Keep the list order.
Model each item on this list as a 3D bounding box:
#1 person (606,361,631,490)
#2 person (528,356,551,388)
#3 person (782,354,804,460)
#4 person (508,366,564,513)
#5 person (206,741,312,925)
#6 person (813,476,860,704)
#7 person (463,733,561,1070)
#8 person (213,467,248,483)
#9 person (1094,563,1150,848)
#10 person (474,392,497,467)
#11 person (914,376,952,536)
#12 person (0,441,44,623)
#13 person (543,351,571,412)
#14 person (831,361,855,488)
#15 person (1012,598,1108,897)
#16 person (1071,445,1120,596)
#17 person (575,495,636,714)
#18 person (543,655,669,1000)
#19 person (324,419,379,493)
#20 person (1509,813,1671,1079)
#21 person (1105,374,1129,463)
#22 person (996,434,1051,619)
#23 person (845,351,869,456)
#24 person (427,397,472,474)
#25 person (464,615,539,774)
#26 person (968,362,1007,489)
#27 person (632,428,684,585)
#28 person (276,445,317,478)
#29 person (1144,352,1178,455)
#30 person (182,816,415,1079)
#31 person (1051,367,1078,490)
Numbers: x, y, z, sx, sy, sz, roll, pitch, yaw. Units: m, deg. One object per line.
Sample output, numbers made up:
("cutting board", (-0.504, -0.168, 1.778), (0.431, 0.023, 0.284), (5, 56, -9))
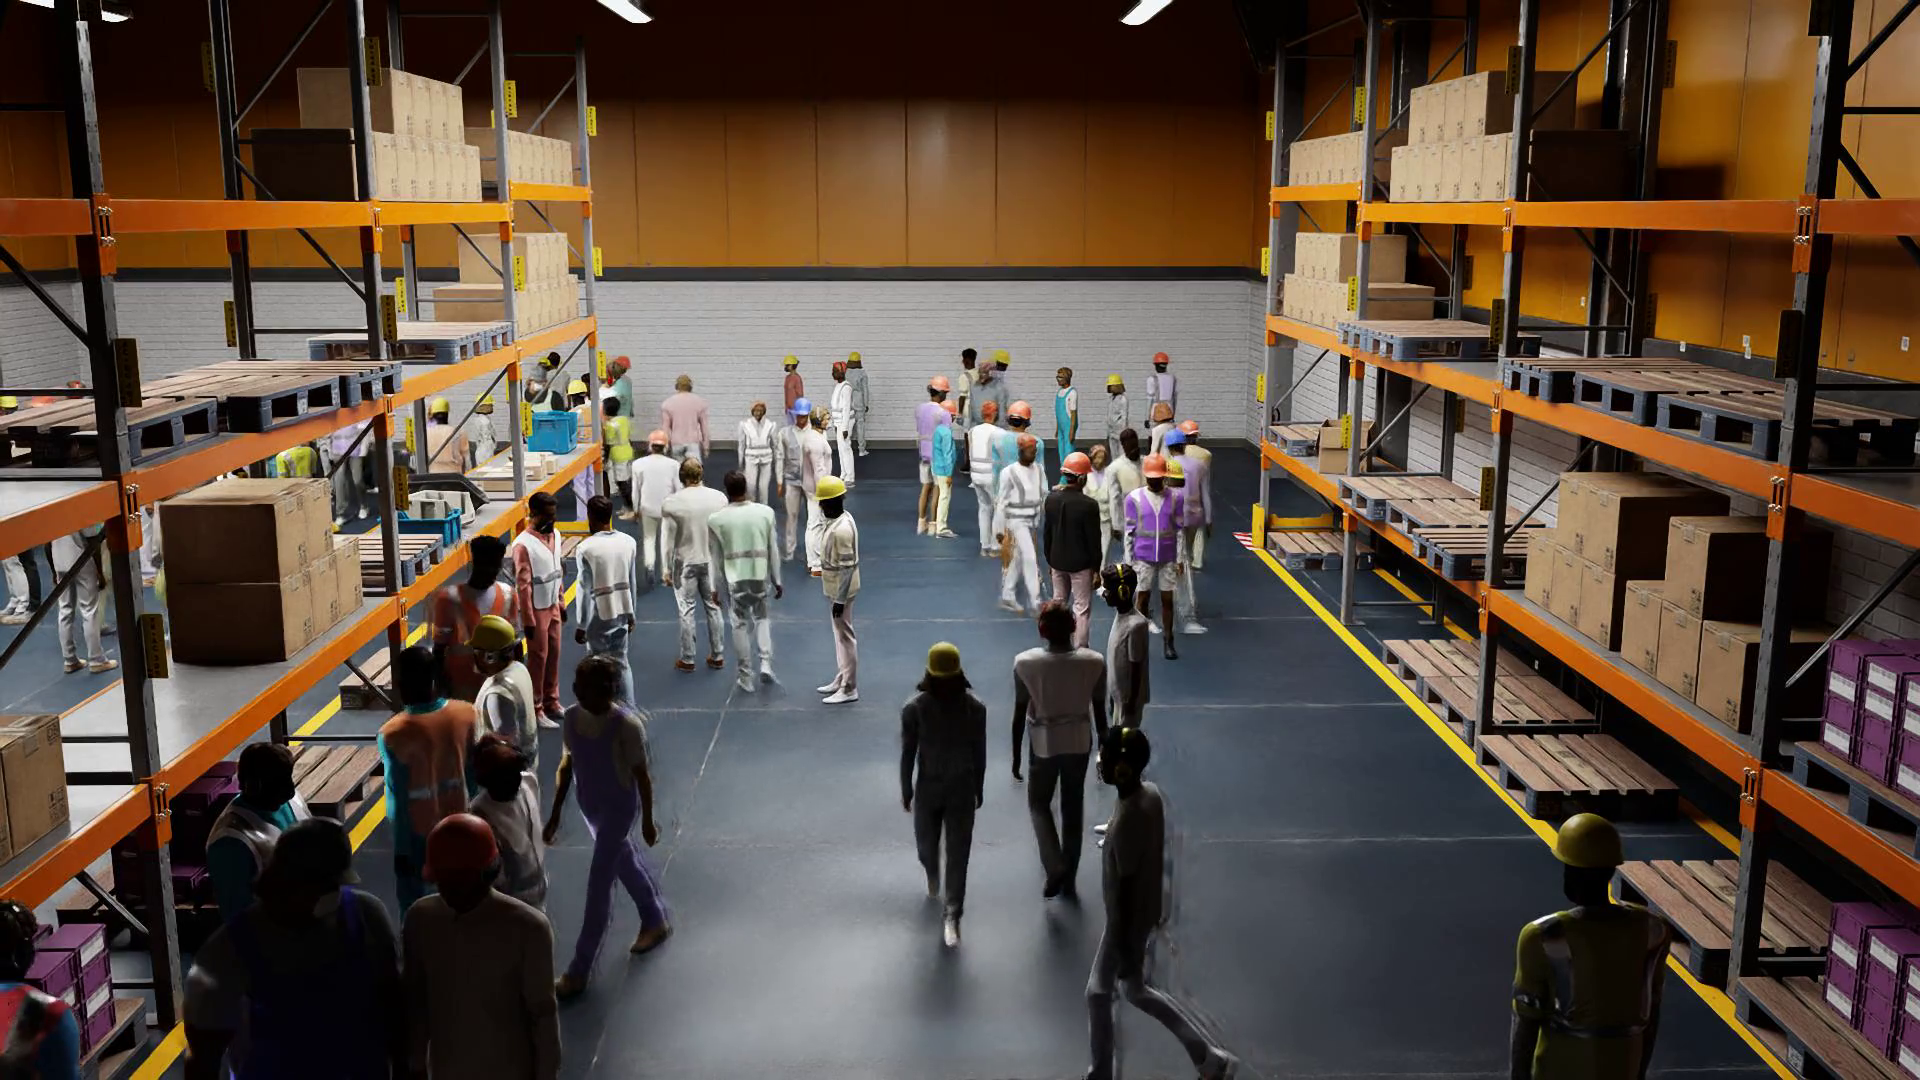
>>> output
("person", (-4.937, -1.613, 23.978), (0.372, 1.940, 0.630), (-1, 11, -6))
("person", (-6.669, -2.077, 26.779), (0.535, 1.753, 0.341), (-1, 11, -5))
("person", (-2.712, -2.125, 26.979), (0.331, 1.768, 0.526), (-6, 13, -29))
("person", (-5.710, -1.347, 22.386), (0.756, 2.000, 0.717), (-1, 11, -4))
("person", (-3.009, 1.763, 7.332), (0.429, 1.832, 0.634), (1, 11, 5))
("person", (-1.027, 0.411, 13.883), (0.382, 1.917, 0.585), (-2, 11, -9))
("person", (-2.029, 1.710, 7.548), (0.347, 1.859, 0.709), (2, 12, 11))
("person", (-7.455, -0.153, 17.268), (0.540, 1.696, 0.316), (-3, 12, -15))
("person", (1.048, 1.066, 10.770), (0.350, 1.856, 0.520), (-1, 11, -7))
("person", (-6.163, -1.060, 21.695), (0.296, 1.745, 0.484), (-7, 13, -30))
("person", (-0.299, -1.058, 20.984), (0.632, 2.025, 0.436), (10, 15, 40))
("person", (-9.463, -0.163, 16.591), (0.611, 1.985, 0.393), (10, 15, 40))
("person", (-6.421, -2.062, 26.442), (0.500, 1.861, 0.327), (-7, 13, -32))
("person", (-1.733, -1.708, 24.625), (0.351, 1.878, 0.568), (-3, 12, -14))
("person", (0.601, 1.258, 9.864), (0.586, 1.821, 0.503), (-2, 11, -8))
("person", (1.453, -0.202, 17.732), (0.547, 1.612, 0.432), (-3, 12, -17))
("person", (-2.750, 0.597, 12.987), (0.402, 1.907, 0.598), (7, 13, 31))
("person", (-1.893, 1.473, 8.907), (0.496, 1.794, 1.006), (8, 14, 34))
("person", (-8.736, -1.570, 23.894), (0.772, 1.897, 0.598), (-4, 12, -18))
("person", (2.308, 1.948, 6.194), (0.583, 1.918, 0.404), (-1, 11, -6))
("person", (2.284, -1.552, 24.212), (0.384, 1.730, 0.495), (-6, 13, -28))
("person", (0.741, -0.135, 16.793), (0.930, 1.840, 0.571), (9, 15, 39))
("person", (-1.761, -2.279, 27.809), (0.492, 1.742, 0.315), (2, 11, 11))
("person", (-6.081, -0.735, 19.654), (0.605, 1.908, 0.667), (0, 11, -1))
("person", (-2.621, 1.322, 9.522), (0.404, 1.835, 0.587), (-1, 11, -5))
("person", (0.346, -1.652, 24.294), (0.684, 1.884, 0.636), (7, 13, 32))
("person", (-3.283, -0.345, 18.108), (0.583, 1.738, 0.488), (0, 11, -2))
("person", (-7.580, -0.507, 19.064), (0.321, 1.689, 0.529), (7, 13, 30))
("person", (3.074, -1.920, 25.551), (0.556, 1.925, 0.401), (-5, 12, -25))
("person", (-2.330, 1.943, 5.889), (0.808, 2.000, 0.535), (-8, 14, -36))
("person", (1.541, -1.602, 24.196), (0.341, 1.839, 0.501), (-4, 12, -21))
